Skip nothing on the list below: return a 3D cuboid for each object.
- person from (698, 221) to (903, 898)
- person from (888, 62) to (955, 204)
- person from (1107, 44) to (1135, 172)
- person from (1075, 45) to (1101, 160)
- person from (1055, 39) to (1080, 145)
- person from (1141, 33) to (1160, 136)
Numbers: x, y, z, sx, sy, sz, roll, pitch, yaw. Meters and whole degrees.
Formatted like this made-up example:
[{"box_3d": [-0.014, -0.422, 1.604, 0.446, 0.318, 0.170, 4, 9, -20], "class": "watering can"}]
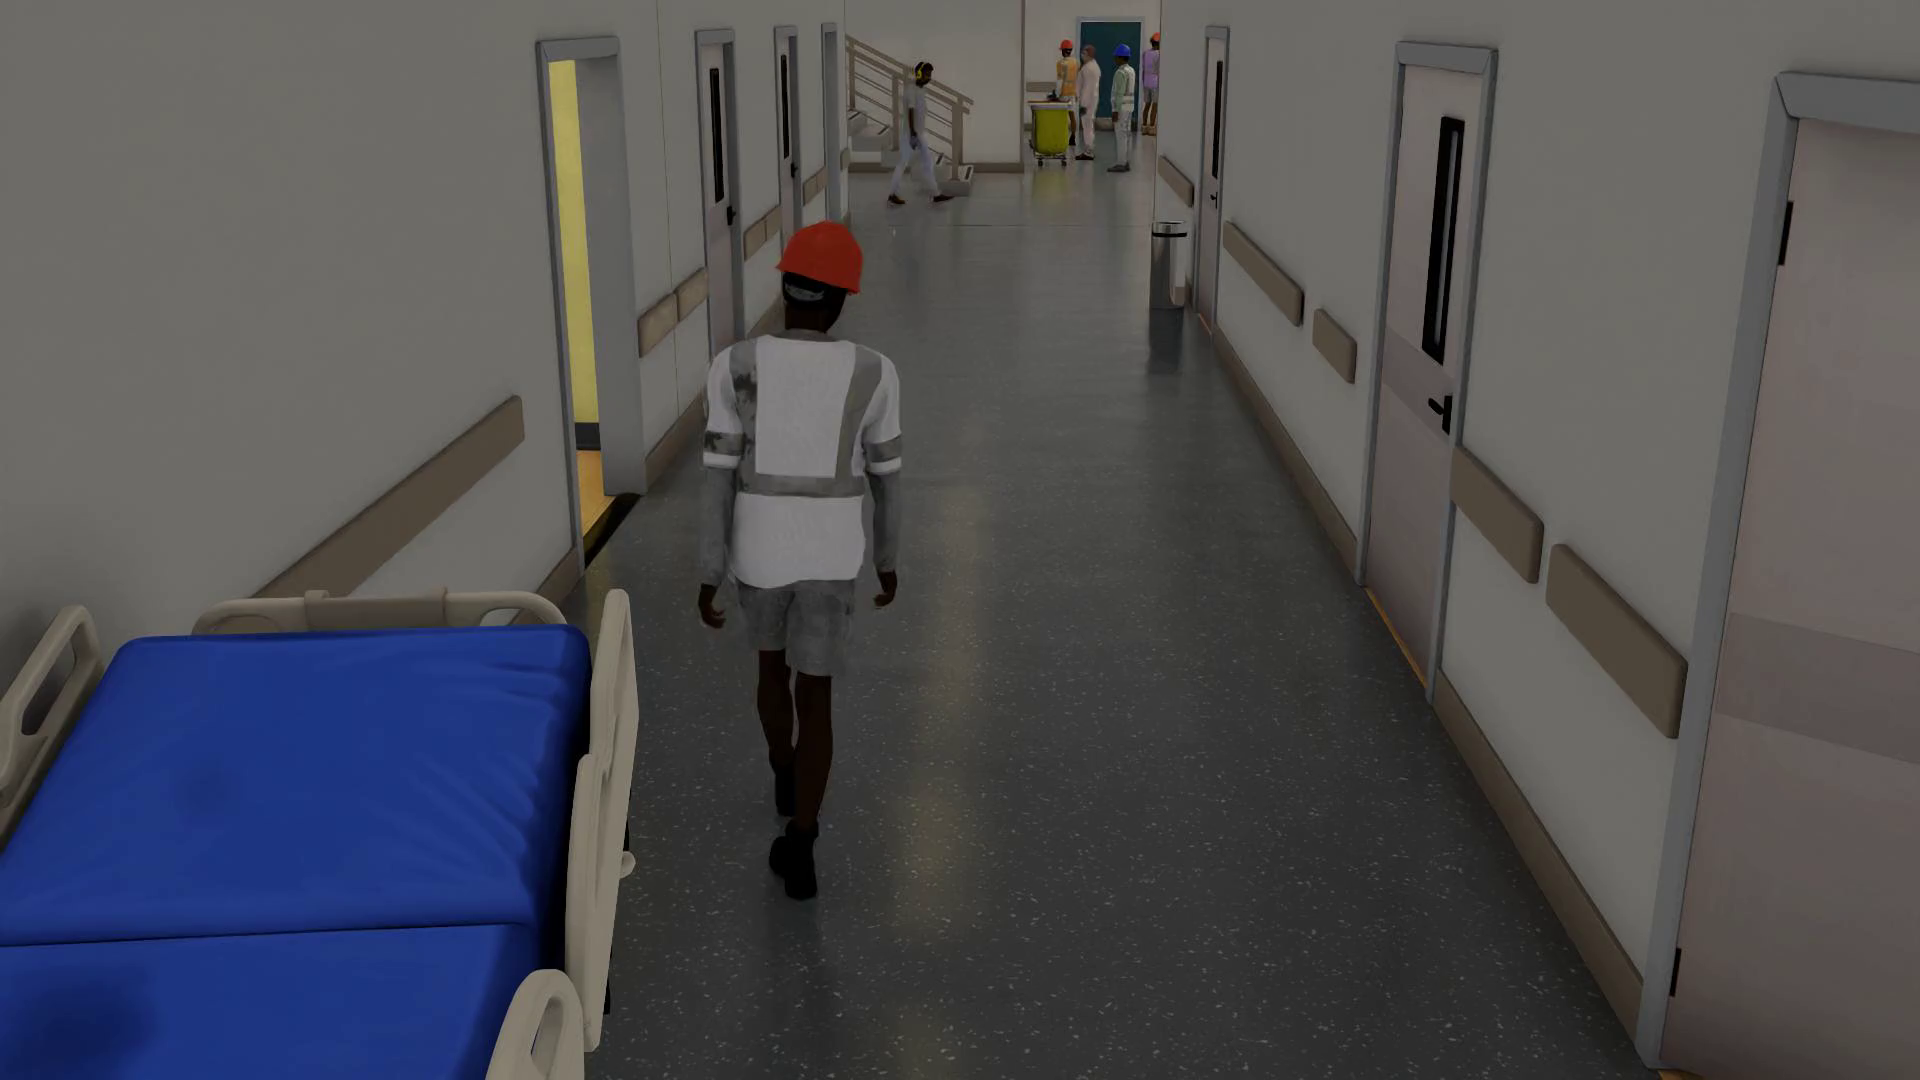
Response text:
[{"box_3d": [-0.462, 0.025, 4.879, 0.594, 1.872, 0.898, -1, 18, -2], "class": "person"}, {"box_3d": [-0.521, -5.281, 21.656, 0.966, 1.810, 0.648, 7, 19, 21], "class": "person"}, {"box_3d": [2.547, -6.763, 26.096, 0.380, 1.951, 0.605, 7, 19, 21], "class": "person"}, {"box_3d": [2.163, -7.427, 28.297, 0.398, 1.890, 0.686, 5, 18, 15], "class": "person"}, {"box_3d": [1.985, -8.379, 31.193, 0.552, 1.936, 0.360, -14, 23, -38], "class": "person"}, {"box_3d": [3.942, -9.242, 33.764, 0.410, 2.032, 0.609, -13, 22, -34], "class": "person"}]
